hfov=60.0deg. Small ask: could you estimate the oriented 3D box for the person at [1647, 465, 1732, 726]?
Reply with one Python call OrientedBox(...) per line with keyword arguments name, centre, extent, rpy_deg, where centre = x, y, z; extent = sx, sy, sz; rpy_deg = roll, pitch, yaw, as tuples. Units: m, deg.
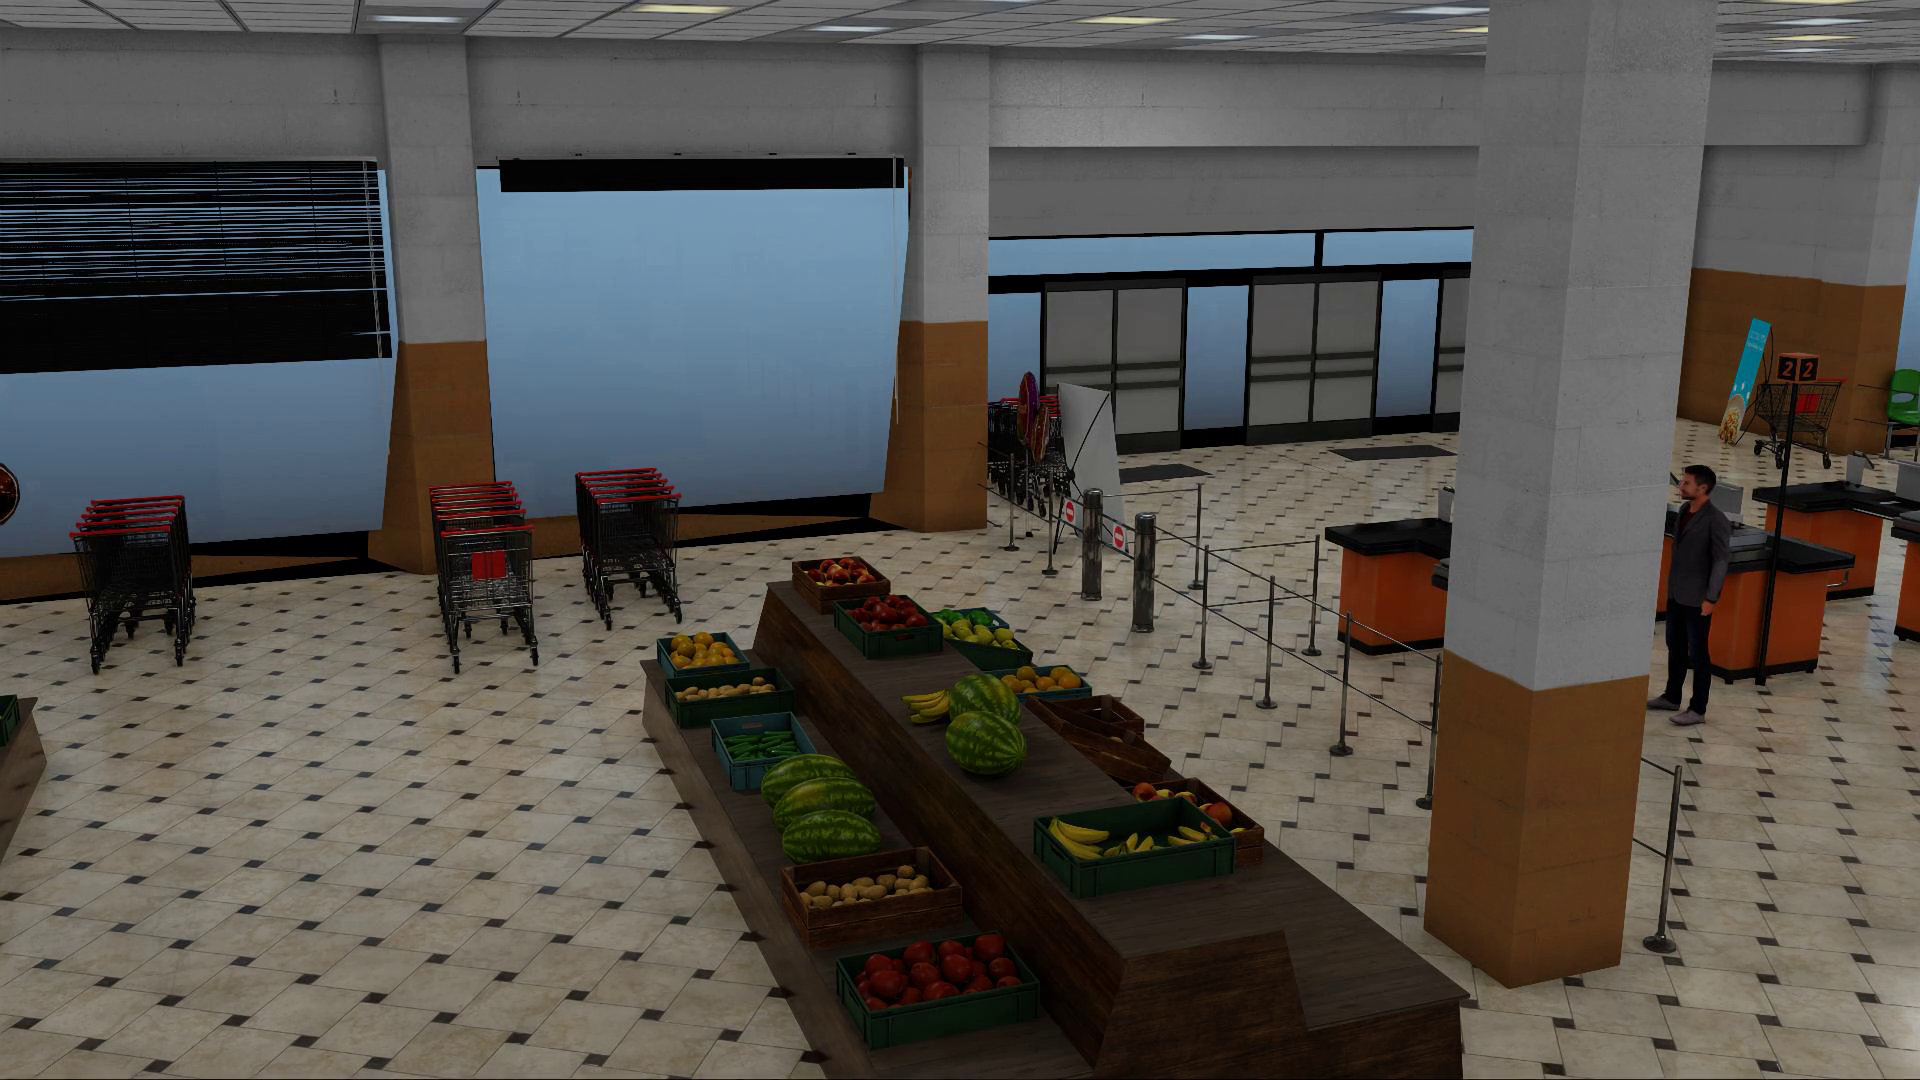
OrientedBox(name="person", centre=(5.219, 0.378, 11.868), extent=(0.778, 1.871, 0.564), rpy_deg=(-3, 14, -11))
